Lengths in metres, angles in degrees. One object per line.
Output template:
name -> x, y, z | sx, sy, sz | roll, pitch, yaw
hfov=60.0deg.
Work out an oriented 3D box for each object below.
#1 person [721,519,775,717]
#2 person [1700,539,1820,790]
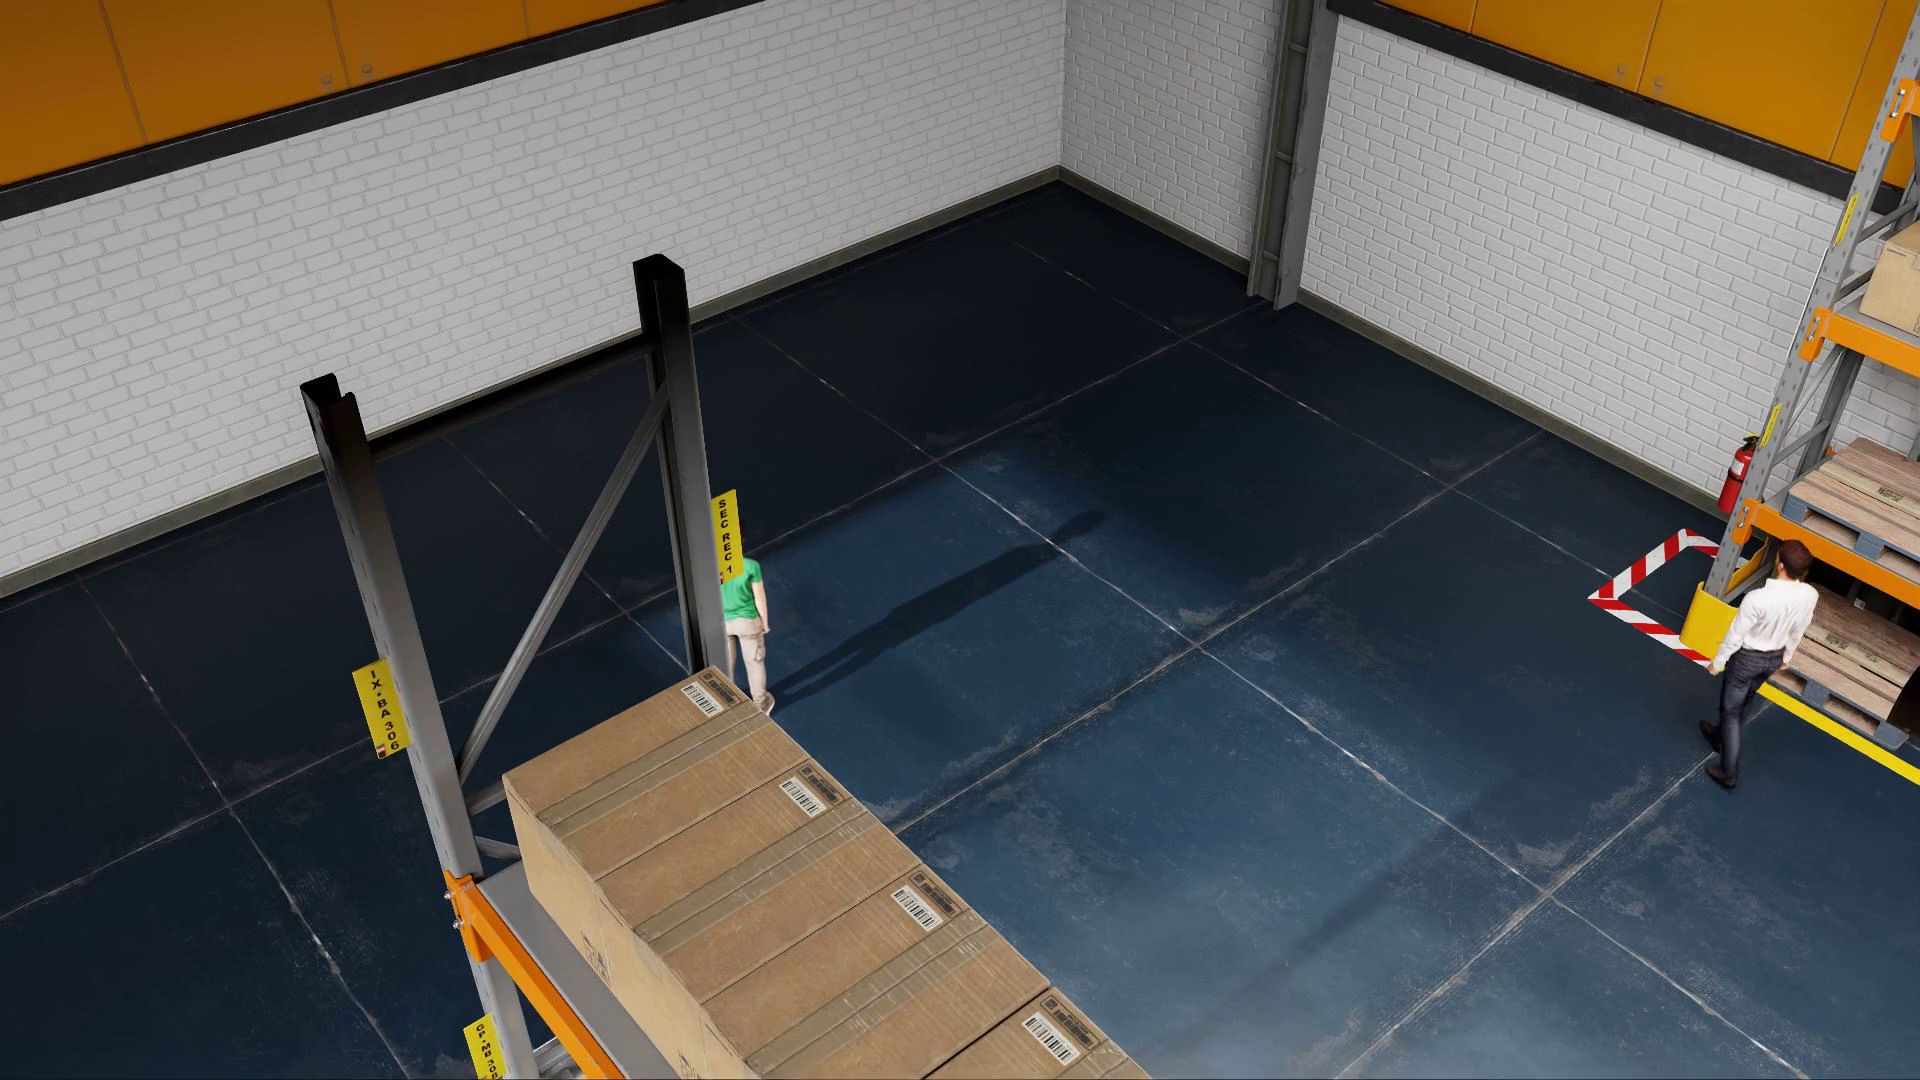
person -> -1.486, 0.546, 11.078 | 0.645, 1.649, 0.711 | 4, 39, 5
person -> 5.083, 0.799, 10.584 | 0.906, 1.870, 1.014 | -8, 39, -10
